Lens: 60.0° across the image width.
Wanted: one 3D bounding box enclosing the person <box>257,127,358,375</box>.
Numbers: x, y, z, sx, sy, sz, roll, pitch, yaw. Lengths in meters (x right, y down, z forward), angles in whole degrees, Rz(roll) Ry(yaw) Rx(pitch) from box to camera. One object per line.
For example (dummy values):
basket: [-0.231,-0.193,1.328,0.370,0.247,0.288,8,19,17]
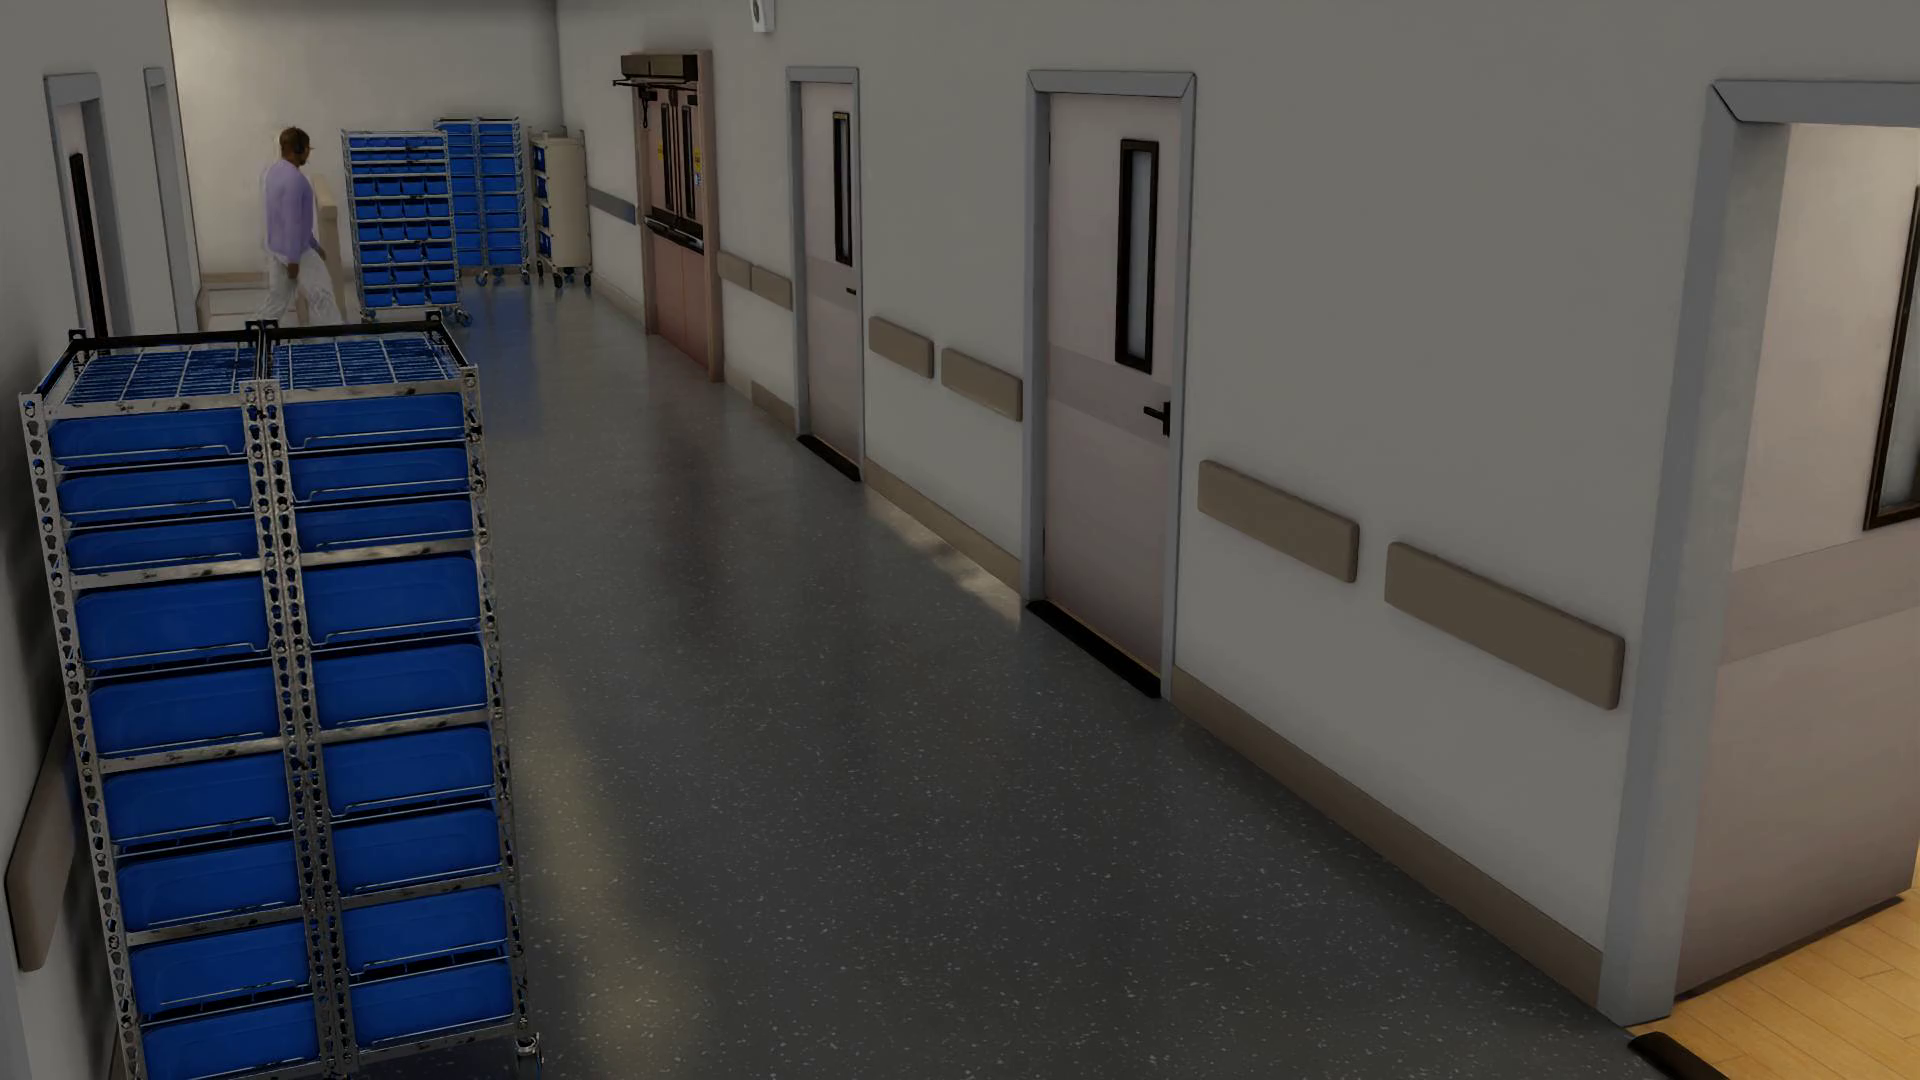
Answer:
person: [-5.092,-2.226,12.851,0.988,1.875,0.628,-12,20,-36]
